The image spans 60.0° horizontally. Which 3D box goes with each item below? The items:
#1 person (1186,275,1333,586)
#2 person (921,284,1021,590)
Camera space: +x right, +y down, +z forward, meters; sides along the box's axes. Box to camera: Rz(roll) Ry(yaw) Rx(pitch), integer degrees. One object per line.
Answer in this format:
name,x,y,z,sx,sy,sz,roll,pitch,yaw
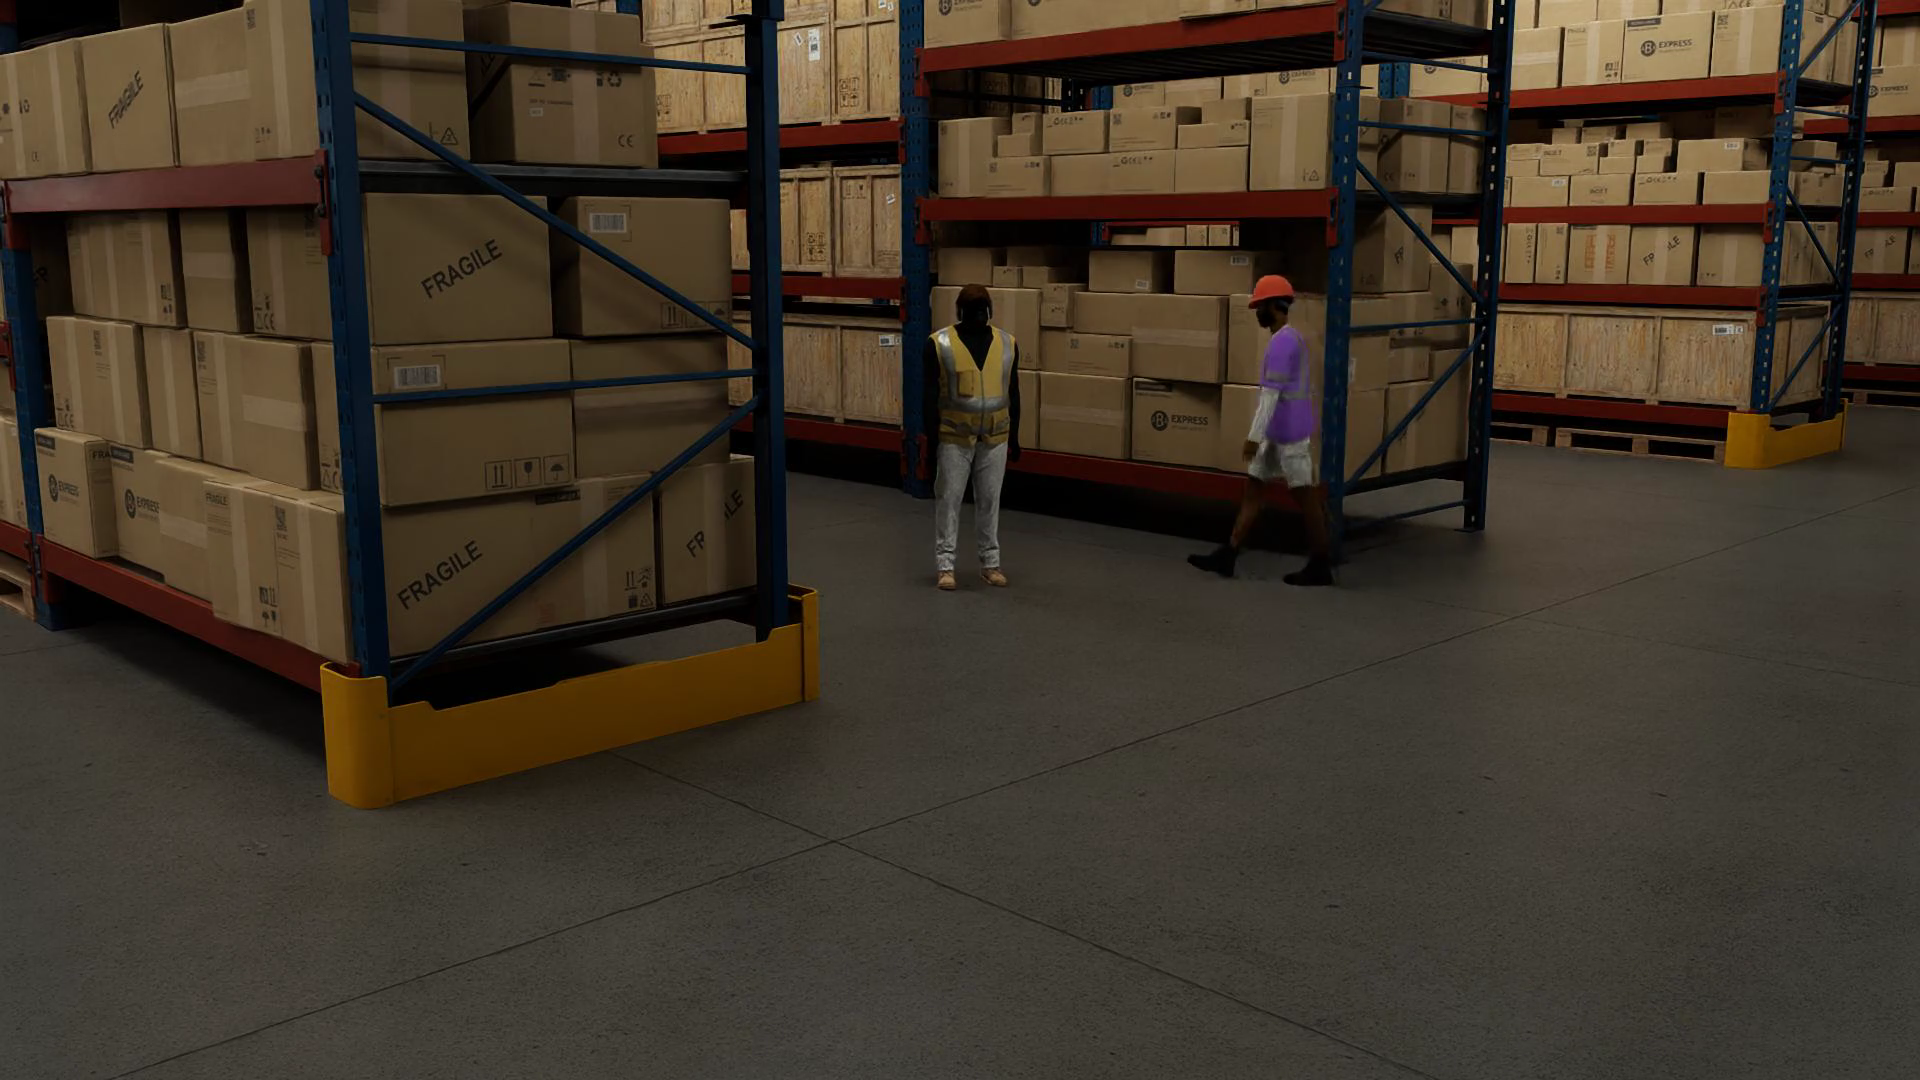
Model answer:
person,1.855,-0.657,10.135,0.967,1.878,0.583,1,10,4
person,0.080,-0.619,10.064,0.621,1.845,0.429,-3,11,-16
